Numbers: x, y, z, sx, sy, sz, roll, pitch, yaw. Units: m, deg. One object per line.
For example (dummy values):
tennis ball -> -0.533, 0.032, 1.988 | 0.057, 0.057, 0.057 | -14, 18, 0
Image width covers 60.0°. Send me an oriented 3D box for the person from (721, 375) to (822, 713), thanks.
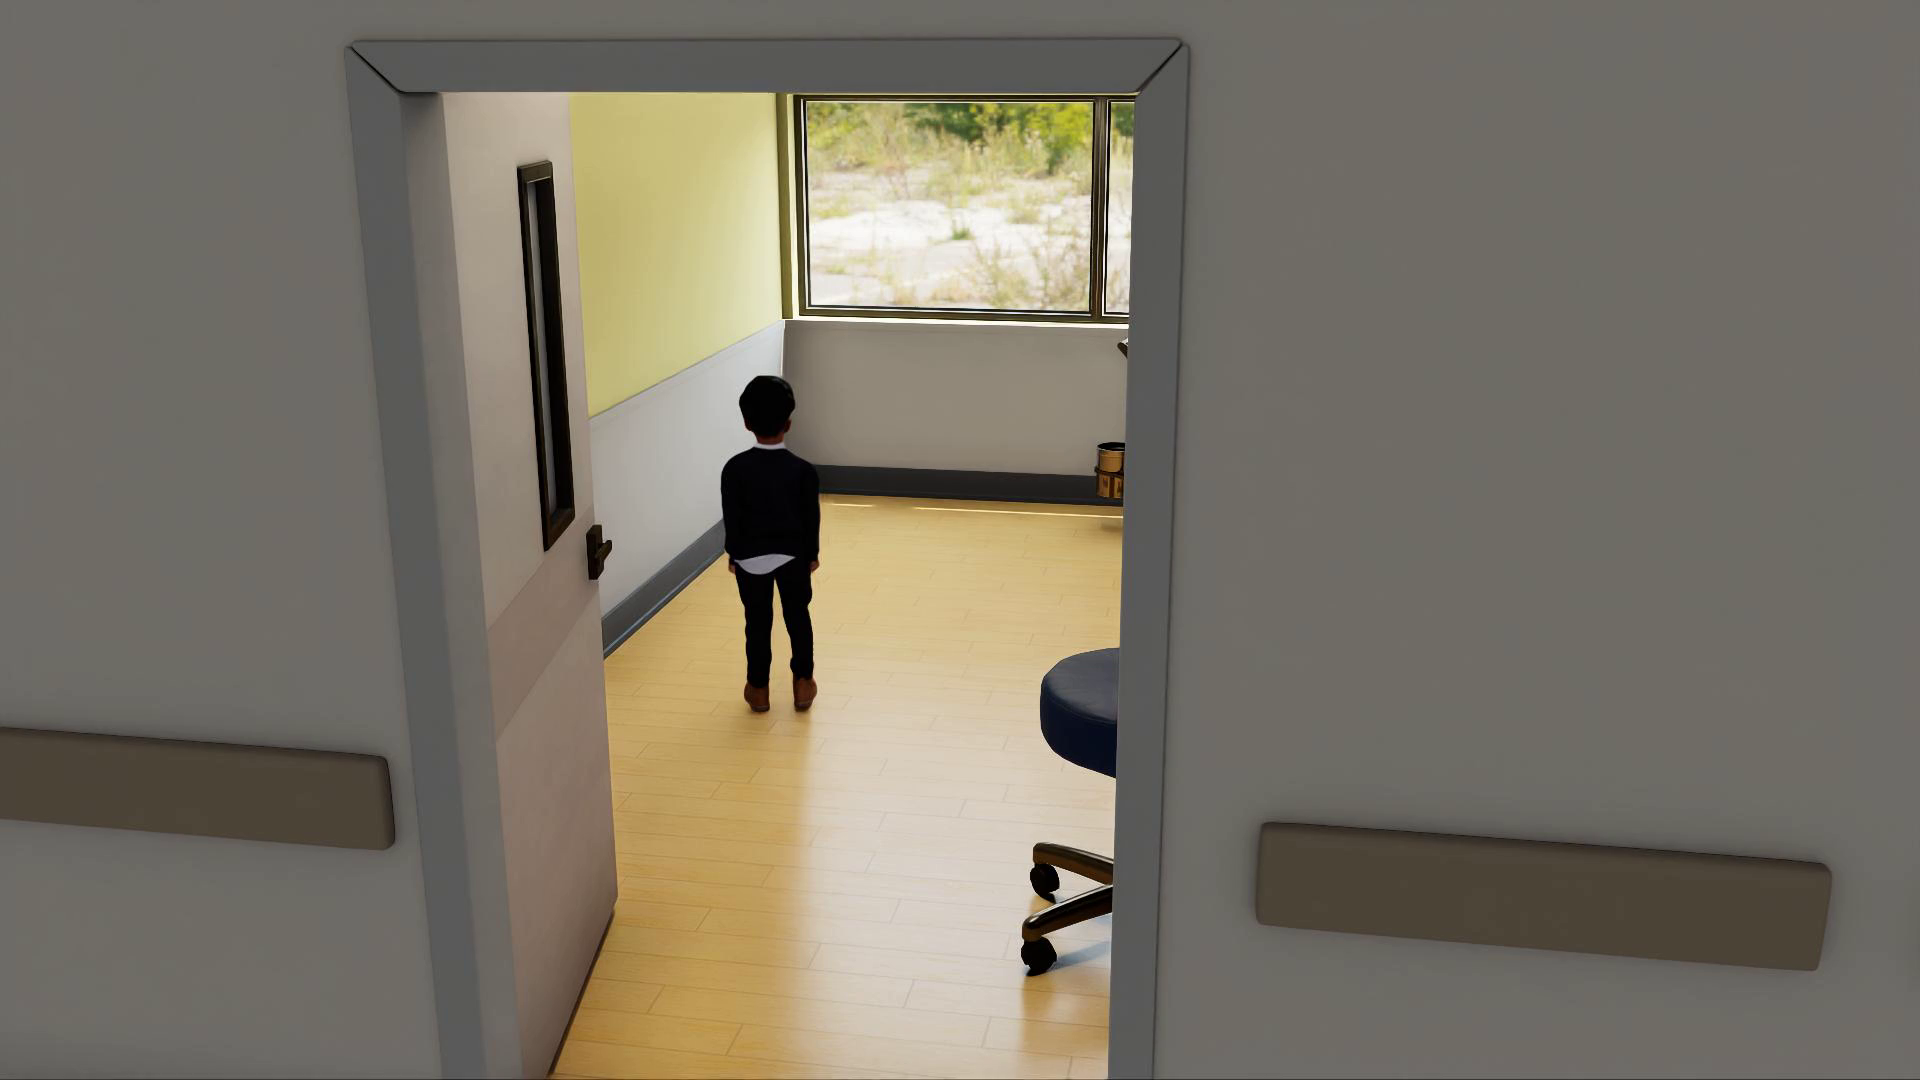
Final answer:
person -> -0.675, 0.015, 5.995 | 0.503, 1.226, 0.620 | -3, 16, -9
